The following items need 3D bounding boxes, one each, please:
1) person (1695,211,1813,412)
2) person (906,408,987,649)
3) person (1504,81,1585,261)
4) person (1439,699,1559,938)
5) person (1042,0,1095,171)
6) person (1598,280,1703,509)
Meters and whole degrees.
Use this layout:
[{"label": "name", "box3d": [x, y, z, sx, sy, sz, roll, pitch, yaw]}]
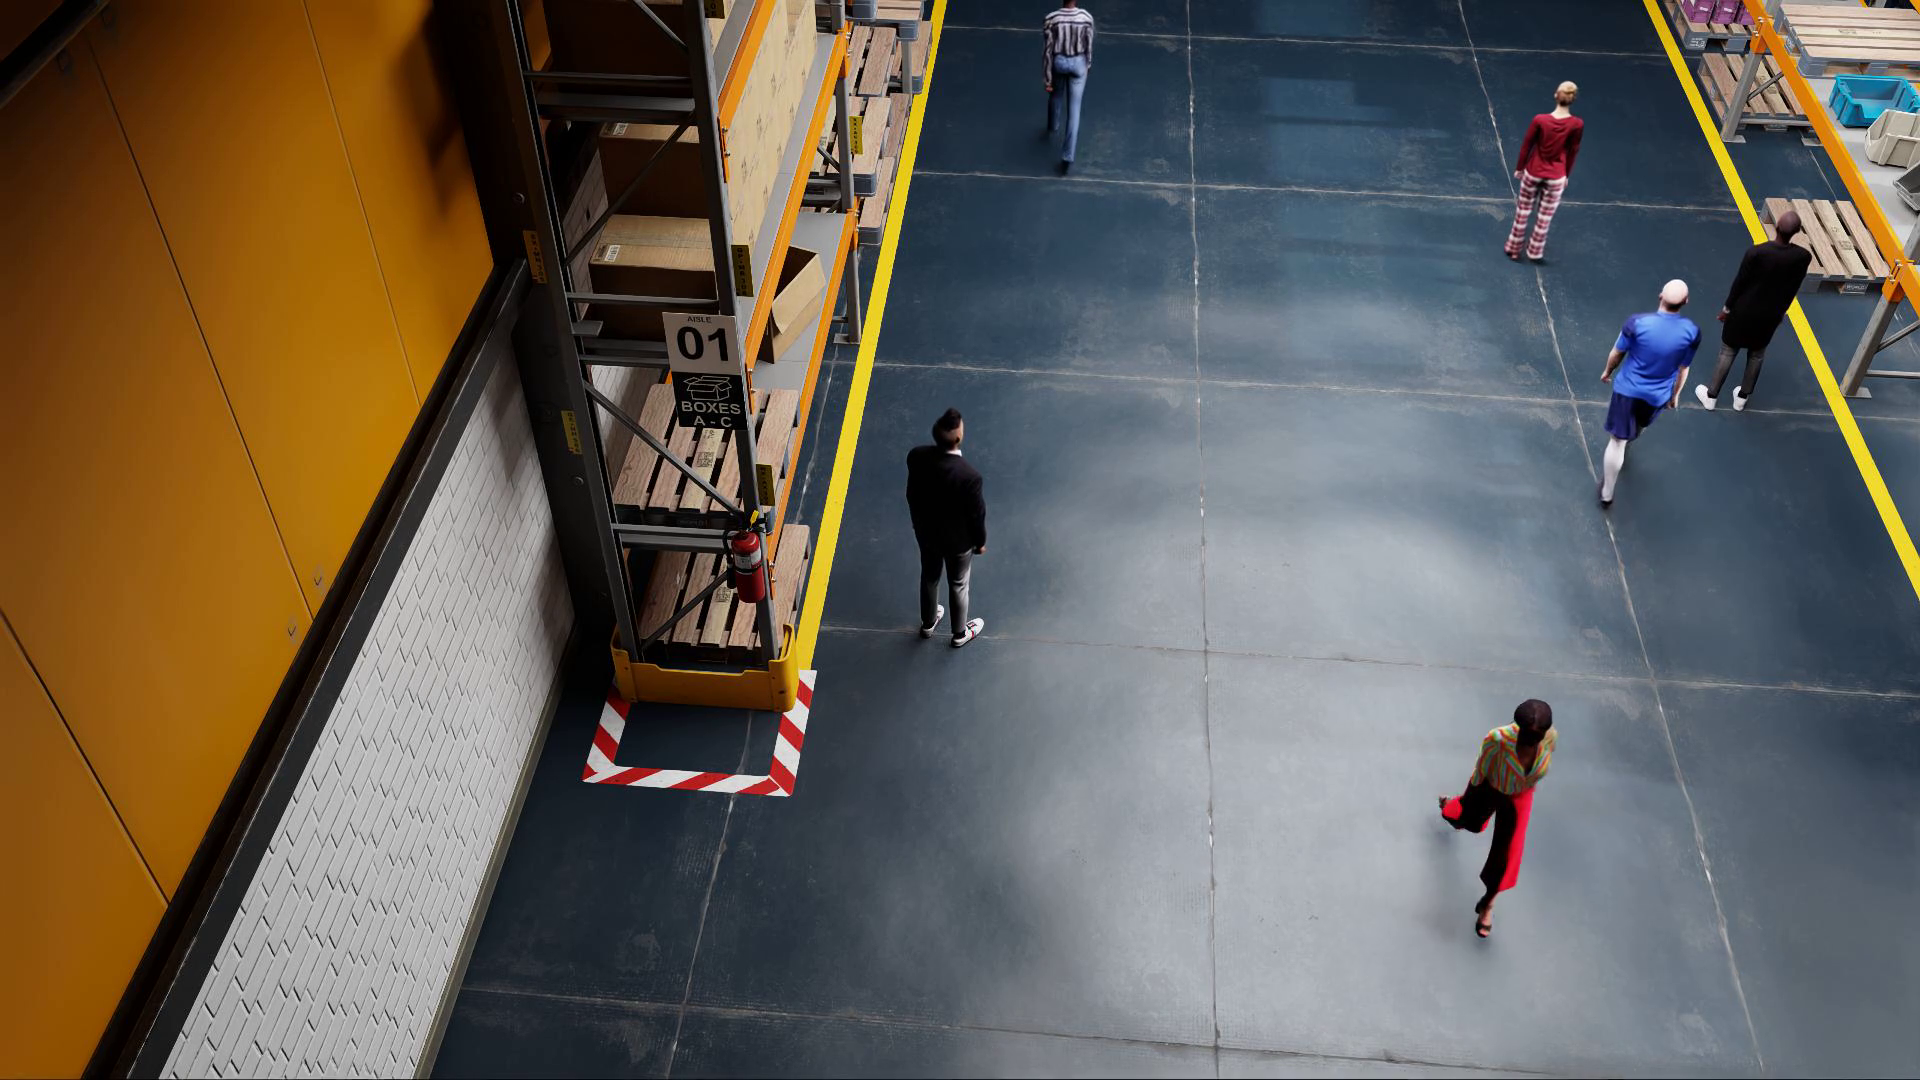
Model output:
[{"label": "person", "box3d": [6.105, -1.743, 12.757, 0.649, 1.761, 0.563, 6, 44, 6]}, {"label": "person", "box3d": [-0.099, -0.088, 10.878, 0.788, 1.957, 0.744, 20, 47, 20]}, {"label": "person", "box3d": [5.040, -3.165, 14.292, 0.645, 1.704, 0.554, 11, 45, 11]}, {"label": "person", "box3d": [3.042, 1.399, 9.473, 0.732, 1.742, 1.196, -5, 44, -5]}, {"label": "person", "box3d": [1.014, -4.266, 15.414, 0.688, 1.750, 1.147, 0, 44, 0]}, {"label": "person", "box3d": [4.896, -1.010, 11.963, 0.803, 1.795, 1.171, 10, 44, 10]}]
